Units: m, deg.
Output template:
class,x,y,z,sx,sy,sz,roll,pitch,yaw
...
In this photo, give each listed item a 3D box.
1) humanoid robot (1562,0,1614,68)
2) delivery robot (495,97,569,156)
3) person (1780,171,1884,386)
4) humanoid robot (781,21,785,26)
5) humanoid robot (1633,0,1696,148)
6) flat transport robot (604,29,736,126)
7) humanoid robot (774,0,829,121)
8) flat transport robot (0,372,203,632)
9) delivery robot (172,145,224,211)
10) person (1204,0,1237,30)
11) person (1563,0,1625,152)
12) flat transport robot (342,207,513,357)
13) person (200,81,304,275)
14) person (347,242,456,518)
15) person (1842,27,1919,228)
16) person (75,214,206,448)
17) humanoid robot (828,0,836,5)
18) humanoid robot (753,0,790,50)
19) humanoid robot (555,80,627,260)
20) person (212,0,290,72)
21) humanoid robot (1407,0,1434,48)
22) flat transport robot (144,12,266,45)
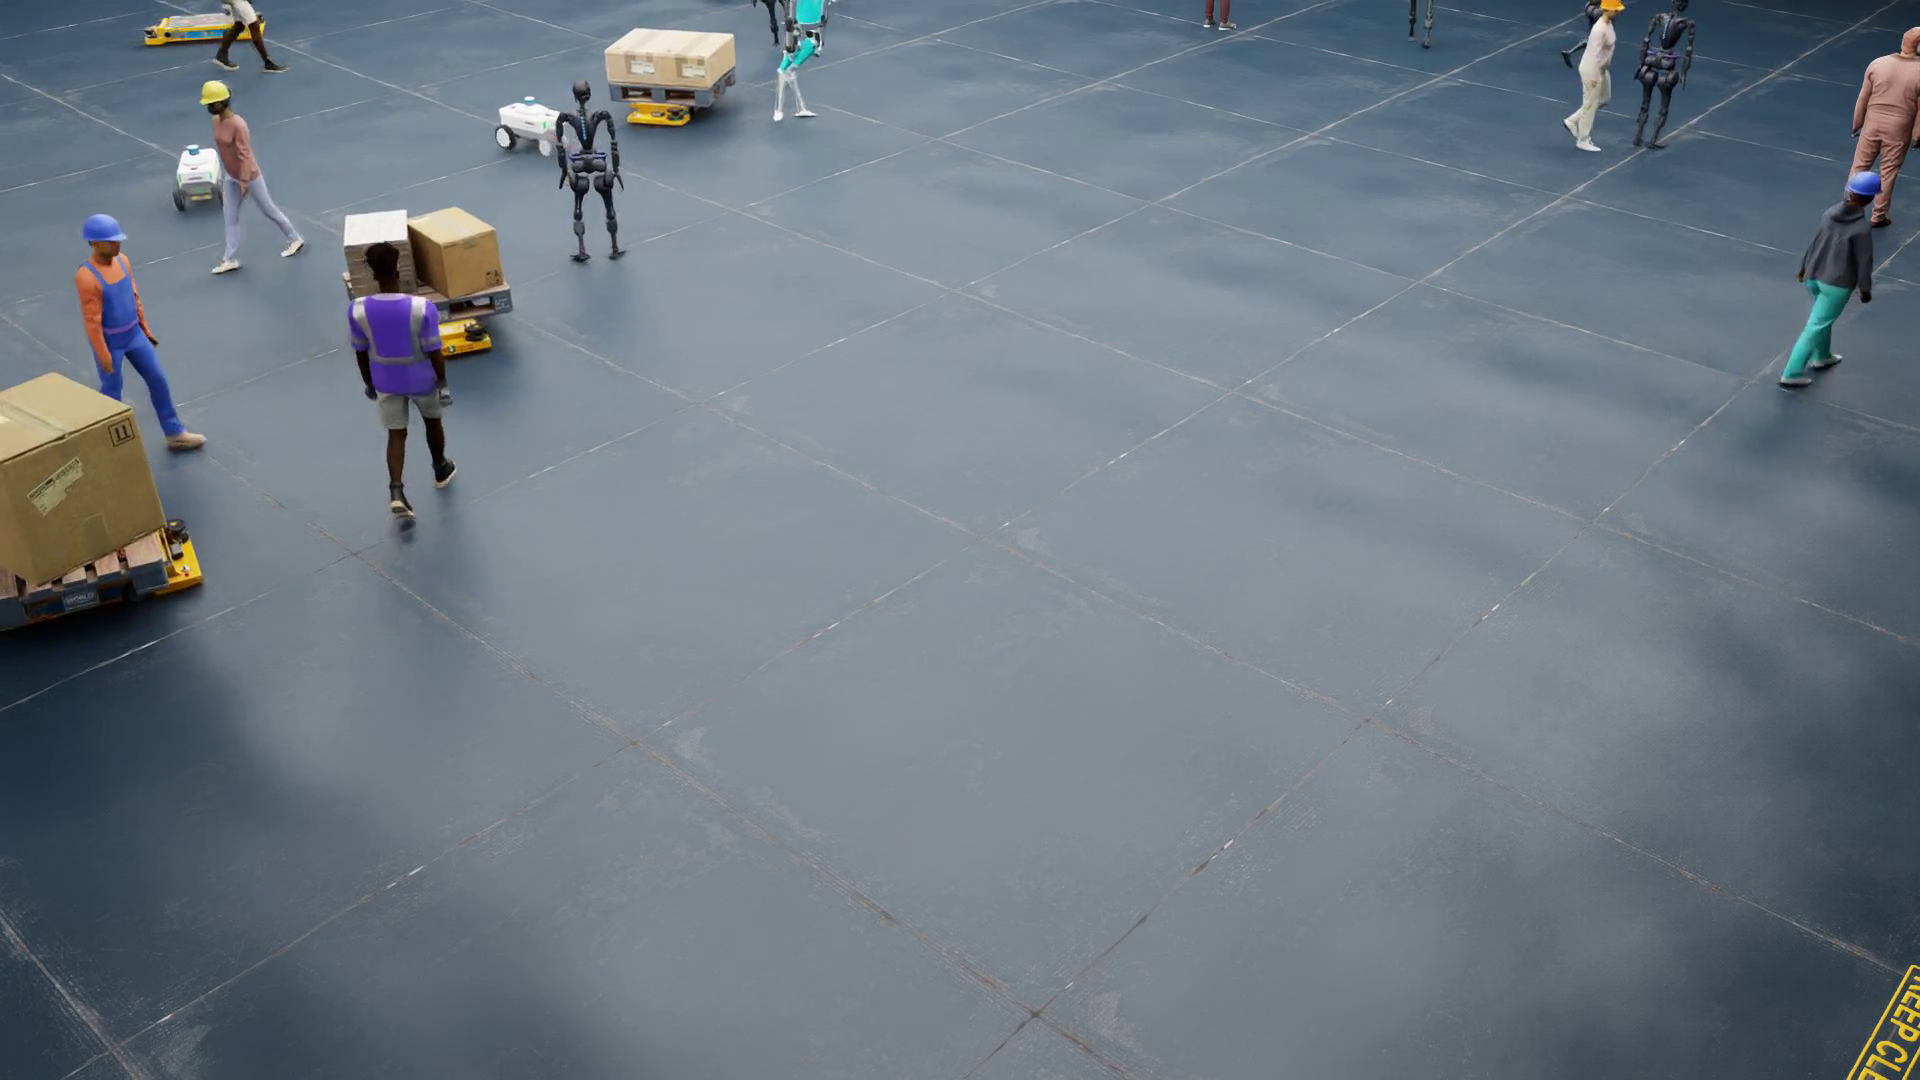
class,x,y,z,sx,sy,sz,roll,pitch,yaw
humanoid robot,7.809,-6.591,20.433,0.494,1.635,0.613,-4,32,-6
delivery robot,-4.691,-4.543,18.204,0.788,0.601,0.499,18,36,26
person,6.942,-2.053,13.064,0.824,1.741,0.573,-8,33,-13
humanoid robot,-2.323,-7.803,22.333,0.724,1.784,0.540,-10,33,-15
humanoid robot,7.600,-5.099,18.040,0.459,1.642,0.612,-24,39,-33
flat transport robot,-3.324,-5.152,19.450,0.659,0.231,1.431,6,32,10
humanoid robot,-1.869,-5.658,18.870,0.616,1.771,0.807,-24,39,-33
flat transport robot,-5.723,0.242,10.764,1.431,0.231,0.659,-17,35,-25
delivery robot,-7.683,-3.667,16.807,0.499,0.614,0.808,-9,33,-15
person,3.508,-7.750,22.168,0.554,1.811,0.371,26,40,35
person,6.868,-5.047,17.935,0.397,1.683,0.500,18,36,26
flat transport robot,-4.532,-1.930,14.262,0.659,0.231,1.431,-15,35,-23
person,-6.528,-3.328,15.132,0.534,1.720,0.892,20,37,29
person,-3.796,-1.094,11.345,0.611,1.932,0.900,-2,32,-3
person,8.929,-3.962,15.986,0.651,1.904,0.407,26,40,35
person,-6.005,-1.435,11.948,0.623,1.877,0.530,10,33,16
humanoid robot,-1.853,-8.377,23.248,0.729,1.768,0.546,-2,32,-3
humanoid robot,-2.334,-7.004,21.137,0.611,1.621,0.733,-5,32,-8
humanoid robot,-3.404,-3.380,15.256,0.595,1.641,0.365,-4,32,-7
person,-8.910,-6.695,20.370,0.923,1.932,0.620,-3,32,-5
humanoid robot,5.983,-7.194,21.429,0.611,1.626,0.751,5,32,9
flat transport robot,-10.023,-6.798,22.101,1.431,0.231,0.659,-8,33,-12
